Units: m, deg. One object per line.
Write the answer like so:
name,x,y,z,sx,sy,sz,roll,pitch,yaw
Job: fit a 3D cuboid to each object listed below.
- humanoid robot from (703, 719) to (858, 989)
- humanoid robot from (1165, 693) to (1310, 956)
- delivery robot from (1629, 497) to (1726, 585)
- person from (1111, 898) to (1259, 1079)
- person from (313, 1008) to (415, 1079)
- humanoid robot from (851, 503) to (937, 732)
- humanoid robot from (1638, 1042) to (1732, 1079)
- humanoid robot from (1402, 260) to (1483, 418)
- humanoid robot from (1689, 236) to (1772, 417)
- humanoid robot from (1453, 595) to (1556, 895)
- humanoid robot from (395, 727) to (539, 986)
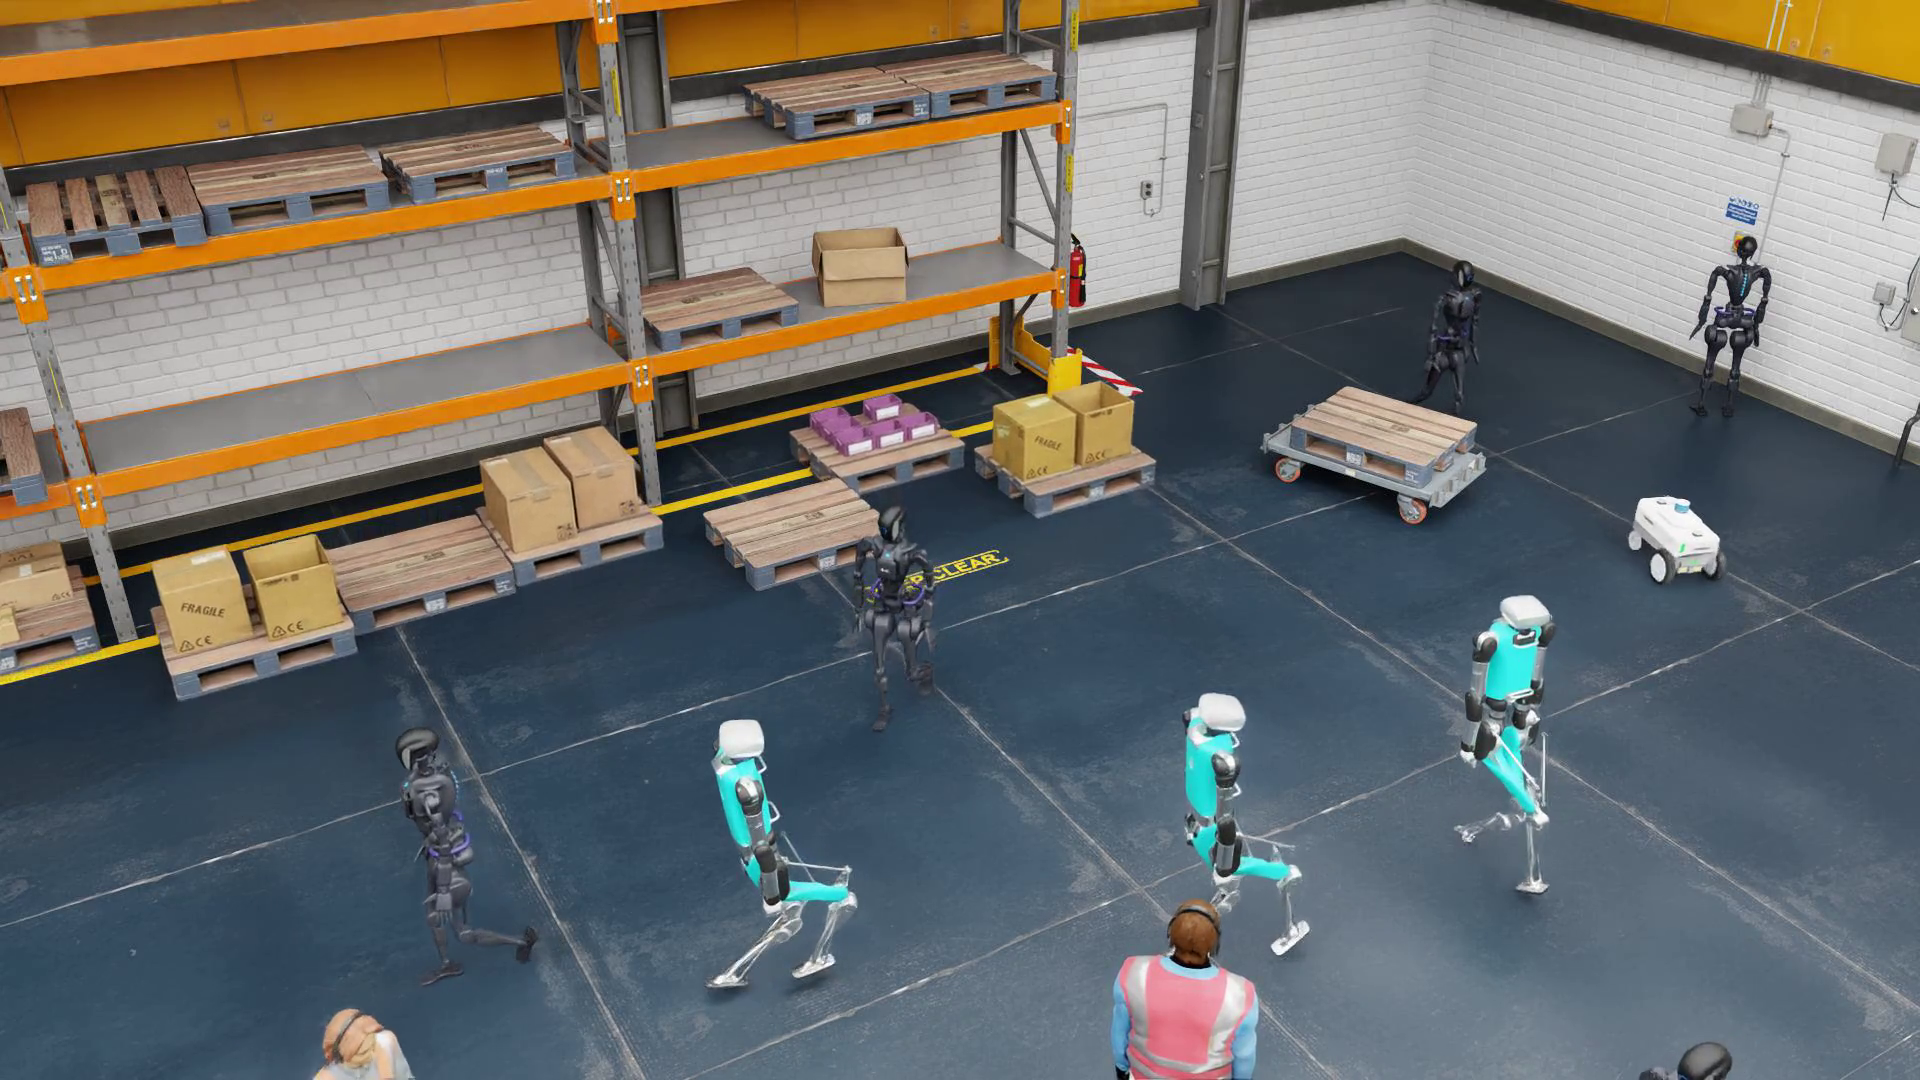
humanoid robot,-0.900,1.651,8.567,0.939,1.762,0.544,-12,32,-20
humanoid robot,1.558,1.547,8.792,1.019,1.784,0.531,-7,30,-13
delivery robot,5.478,-0.009,12.716,0.499,0.612,0.805,-4,30,-8
person,0.963,2.324,7.275,0.626,1.834,0.430,9,31,15
person,-2.486,2.591,7.037,0.898,1.580,0.523,11,31,19
humanoid robot,-0.398,0.434,10.778,0.612,1.637,0.572,11,31,18
humanoid robot,2.969,2.664,6.833,0.559,1.637,0.612,-20,35,-31
humanoid robot,4.265,-1.696,14.592,0.608,1.637,0.749,-14,33,-24
humanoid robot,6.901,-1.919,14.926,0.599,1.657,0.315,5,30,8
humanoid robot,3.217,1.238,9.351,0.535,1.785,1.013,-13,32,-22
humanoid robot,-2.623,1.631,8.675,0.652,1.629,0.608,-14,32,-23
